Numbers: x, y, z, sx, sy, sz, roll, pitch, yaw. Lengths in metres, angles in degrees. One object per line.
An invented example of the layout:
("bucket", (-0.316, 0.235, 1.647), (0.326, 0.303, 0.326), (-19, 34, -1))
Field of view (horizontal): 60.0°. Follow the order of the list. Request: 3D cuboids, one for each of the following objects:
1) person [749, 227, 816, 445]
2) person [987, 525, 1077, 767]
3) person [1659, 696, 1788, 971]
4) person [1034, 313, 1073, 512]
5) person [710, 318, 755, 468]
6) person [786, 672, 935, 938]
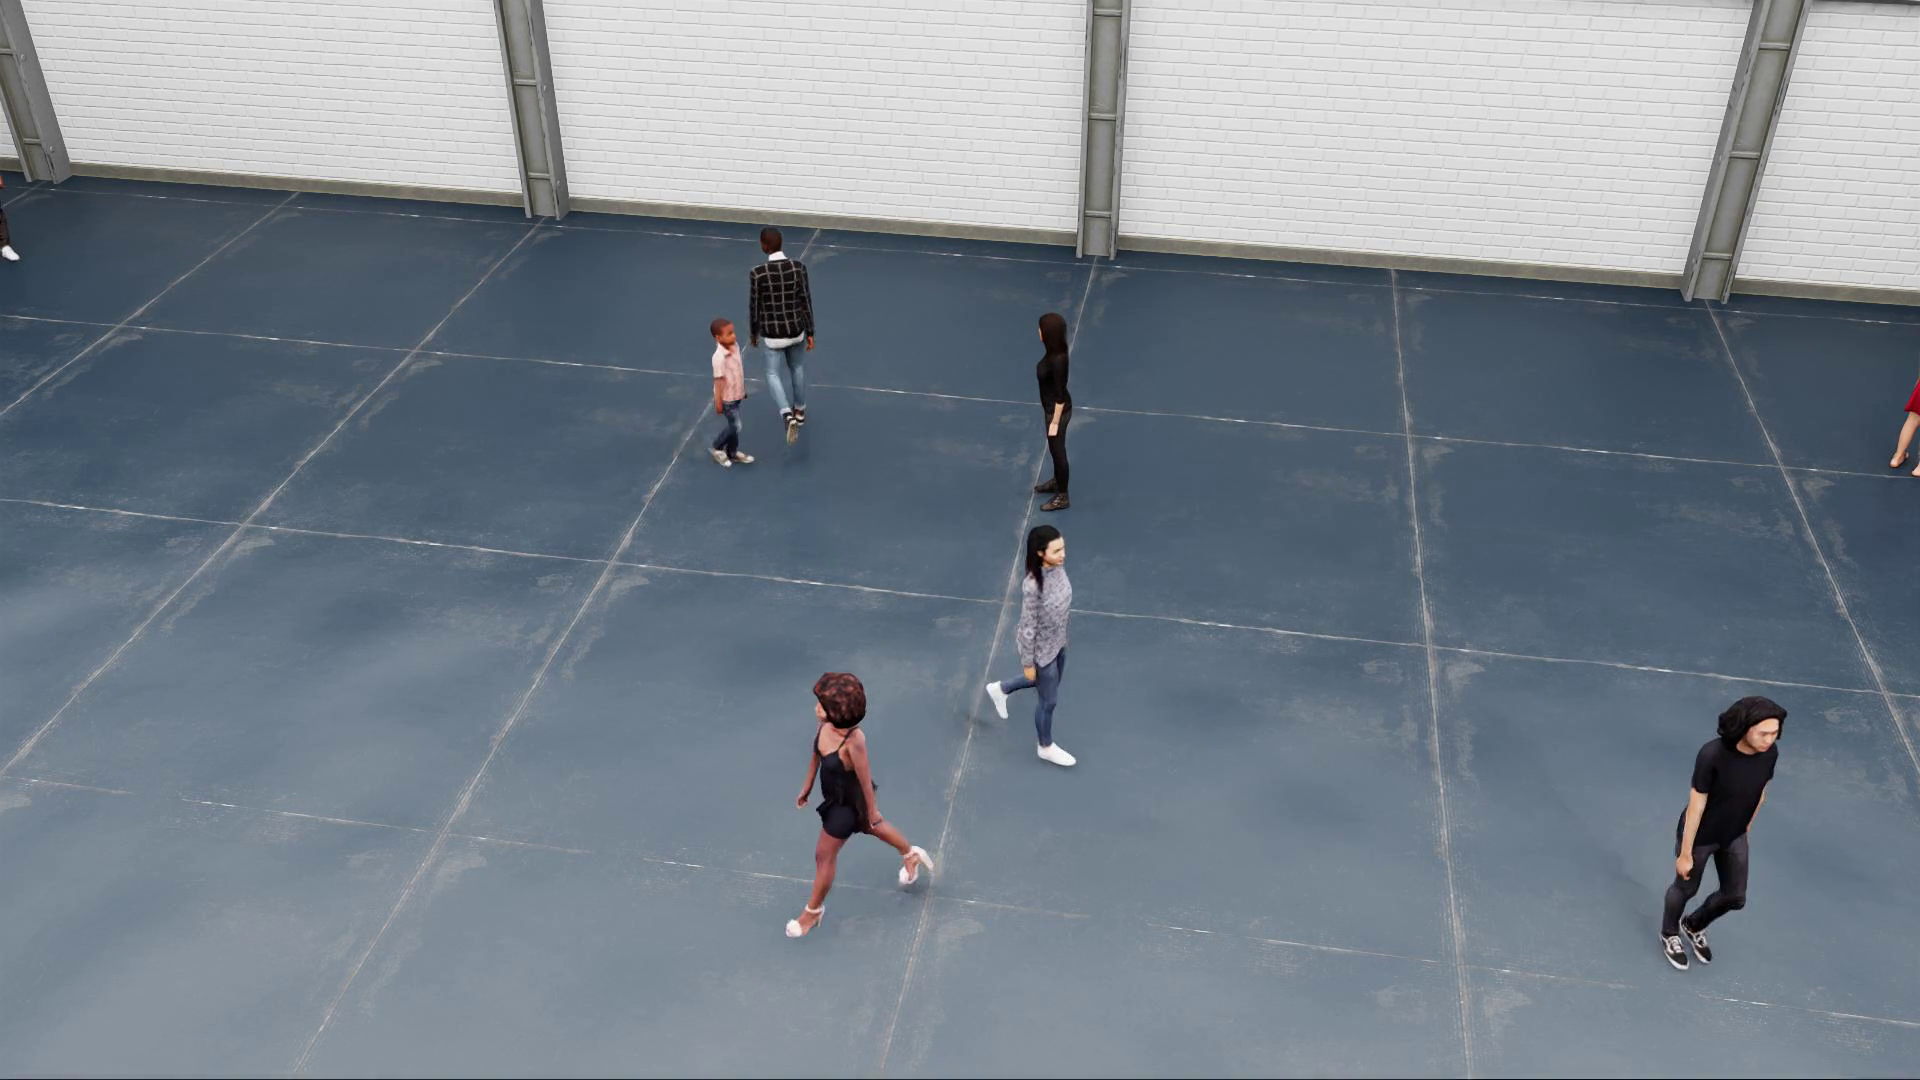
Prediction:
("person", (-1.453, -1.650, 13.627), (1.080, 1.796, 1.049), (-8, 35, -12))
("person", (0.446, 0.625, 10.278), (1.021, 1.715, 0.823), (19, 38, 26))
("person", (3.979, 1.500, 8.865), (0.636, 1.821, 0.786), (-4, 34, -6))
("person", (0.747, -1.001, 12.791), (0.571, 1.641, 0.618), (-1, 34, -2))
("person", (-1.910, -1.194, 13.389), (0.583, 1.300, 0.520), (10, 35, 15))
("person", (-0.529, 1.394, 9.098), (1.192, 1.741, 0.976), (-14, 36, -20))
